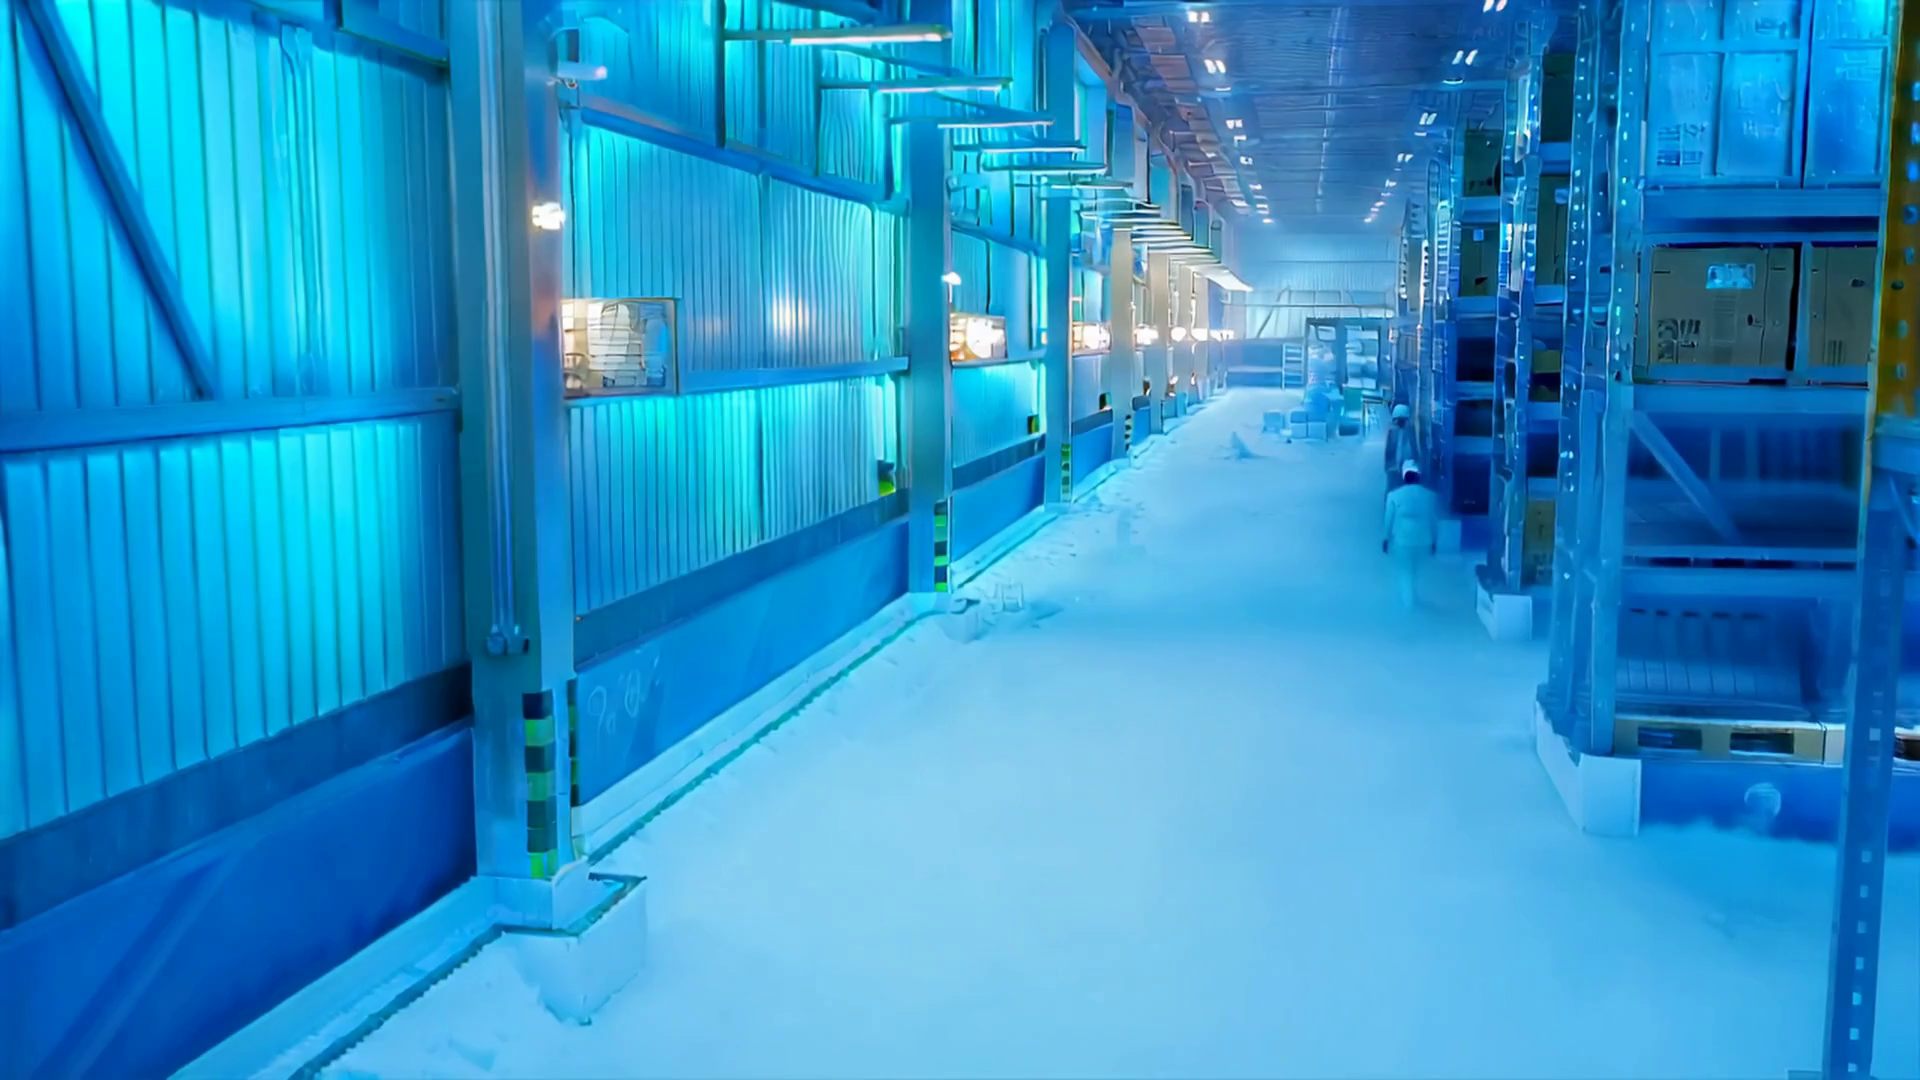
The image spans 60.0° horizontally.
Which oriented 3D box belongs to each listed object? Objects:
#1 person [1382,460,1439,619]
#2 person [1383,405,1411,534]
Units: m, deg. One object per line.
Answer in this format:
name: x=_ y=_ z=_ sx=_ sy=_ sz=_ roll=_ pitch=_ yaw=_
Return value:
person: x=4.919 y=-0.020 z=18.210 sx=0.582 sy=1.696 sz=0.911 roll=1 pitch=7 yaw=11
person: x=6.707 y=-1.080 z=25.583 sx=0.391 sy=1.986 sz=0.608 roll=1 pitch=7 yaw=8
